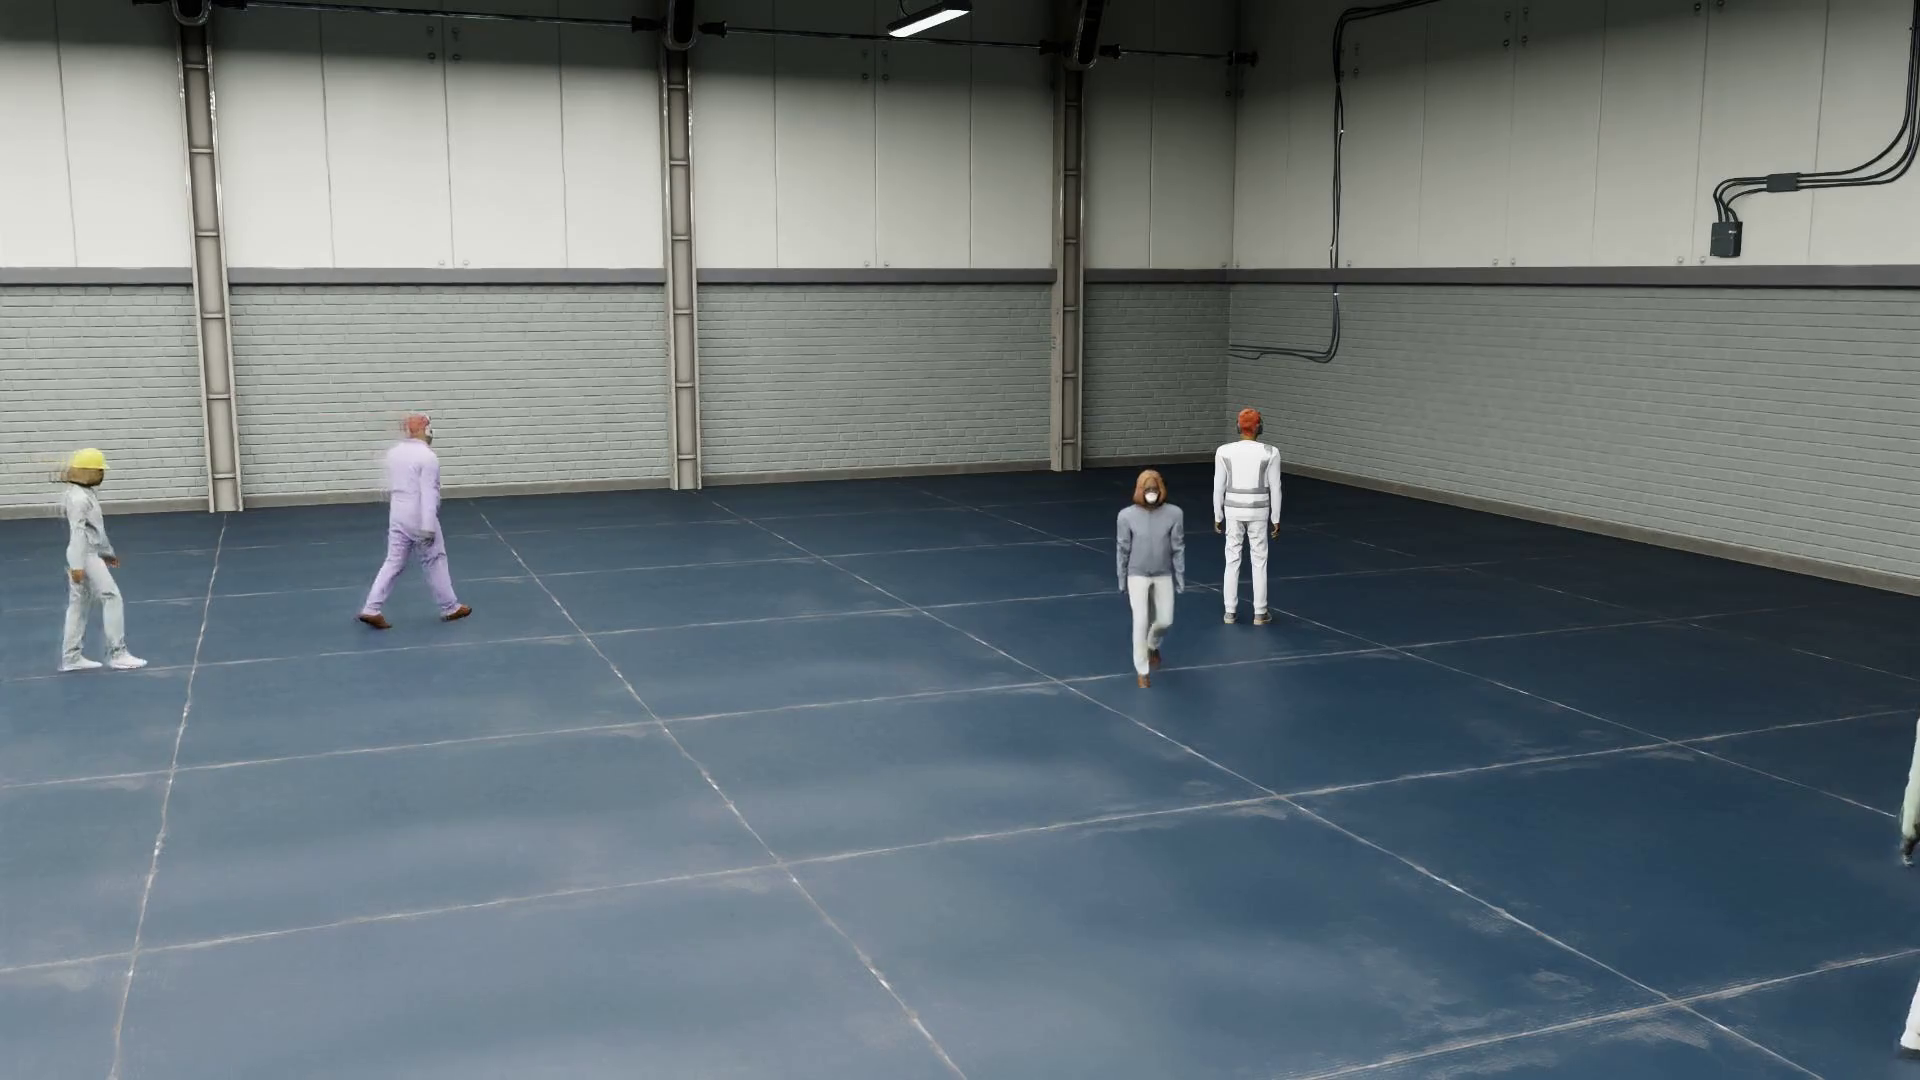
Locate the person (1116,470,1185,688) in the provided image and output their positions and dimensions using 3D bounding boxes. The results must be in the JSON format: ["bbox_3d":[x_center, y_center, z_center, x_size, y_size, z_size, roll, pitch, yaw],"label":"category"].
[{"bbox_3d":[1.403,0.270,12.343,0.518,1.618,0.451,0,9,-3],"label":"person"}]

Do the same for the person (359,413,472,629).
[{"bbox_3d":[-4.736,-0.162,14.366,0.691,1.858,1.005,7,11,35],"label":"person"}]

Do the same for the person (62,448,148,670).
[{"bbox_3d":[-6.597,0.152,12.780,0.729,1.713,0.508,-5,10,-27],"label":"person"}]

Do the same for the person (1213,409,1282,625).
[{"bbox_3d":[2.498,-0.201,14.466,0.584,1.882,0.337,3,9,17],"label":"person"}]

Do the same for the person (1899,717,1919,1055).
[{"bbox_3d":[4.019,1.207,6.533,0.875,1.584,0.542,-5,10,-26],"label":"person"}]
